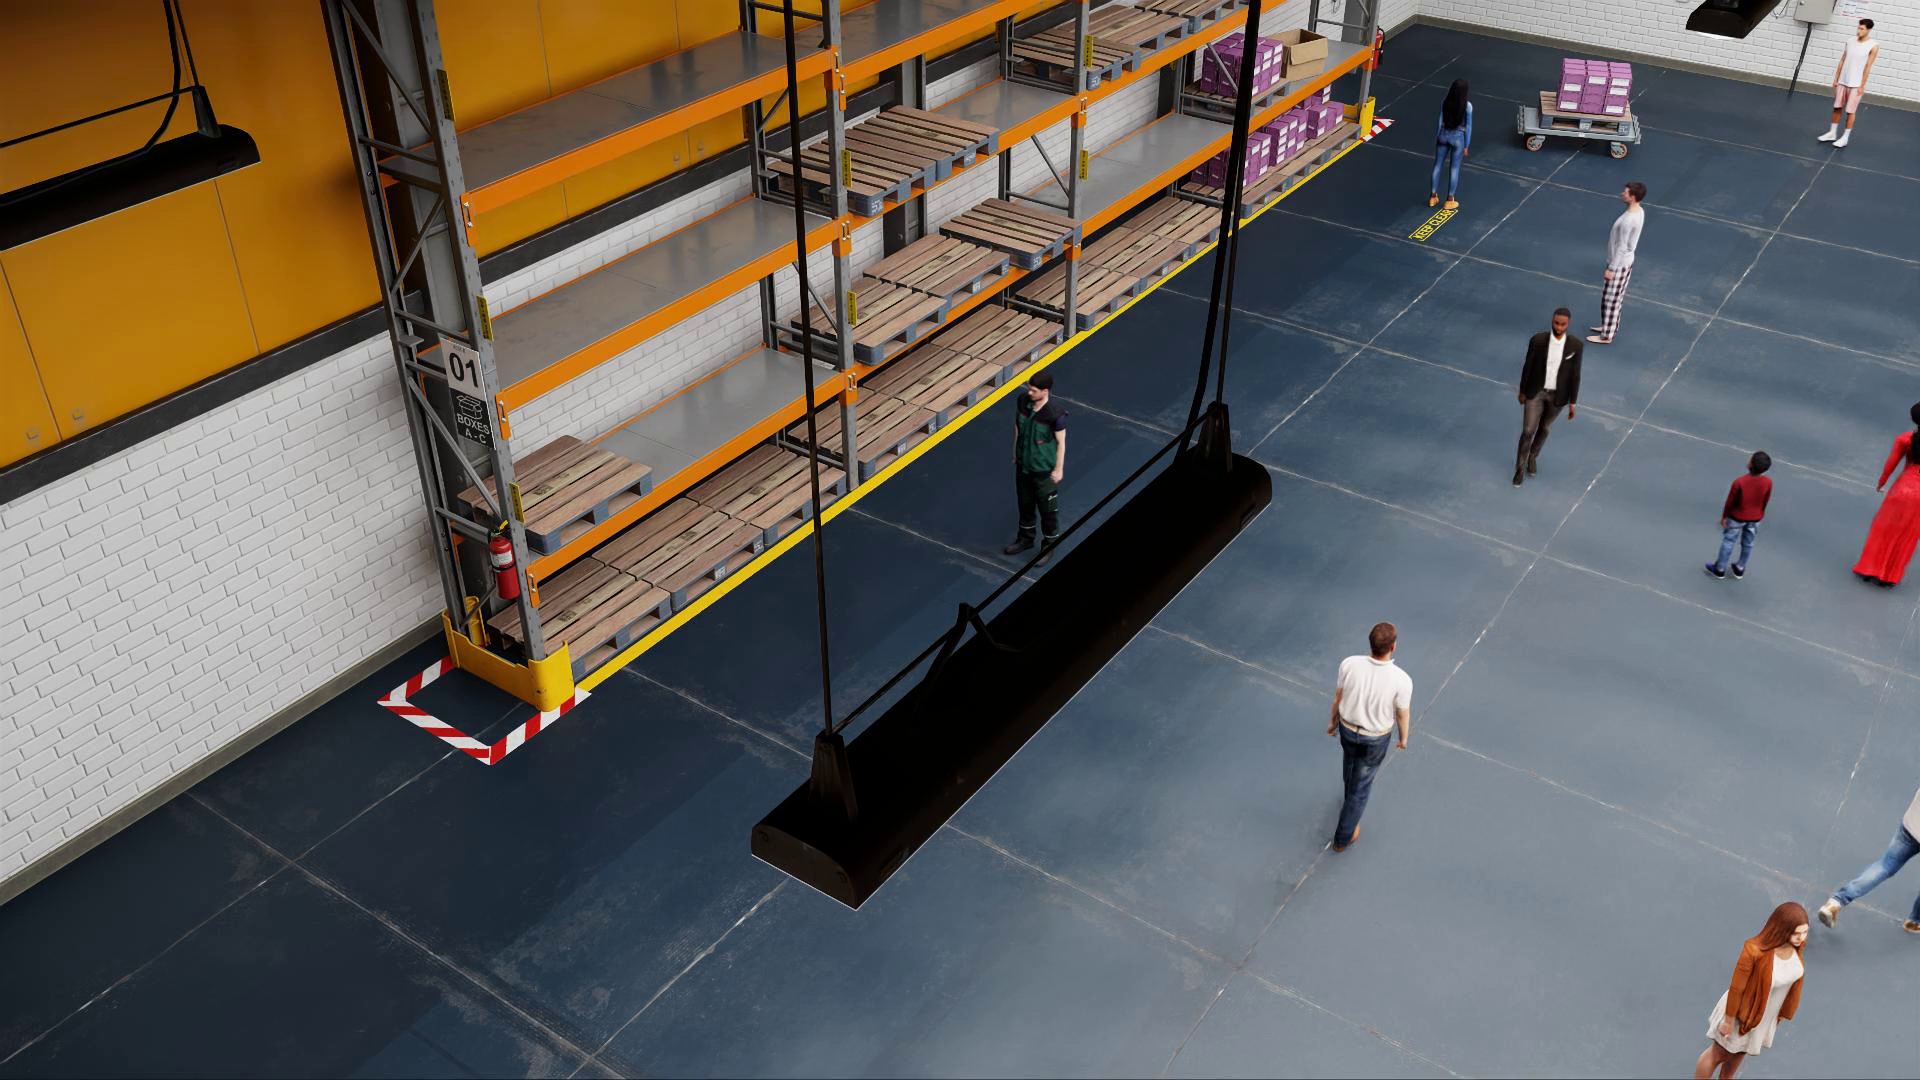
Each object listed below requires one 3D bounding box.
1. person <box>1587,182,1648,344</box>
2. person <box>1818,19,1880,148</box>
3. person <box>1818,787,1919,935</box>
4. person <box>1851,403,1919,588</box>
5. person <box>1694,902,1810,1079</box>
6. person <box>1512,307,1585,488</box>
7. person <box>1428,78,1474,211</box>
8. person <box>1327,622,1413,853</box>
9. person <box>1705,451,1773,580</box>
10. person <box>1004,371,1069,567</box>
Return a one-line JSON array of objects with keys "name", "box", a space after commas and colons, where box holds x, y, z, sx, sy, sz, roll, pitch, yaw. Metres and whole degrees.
[{"name": "person", "box": [7.264, -3.053, 18.288, 0.688, 1.847, 0.476, 19, 38, 26]}, {"name": "person", "box": [12.617, -6.473, 23.494, 0.732, 1.780, 0.735, -17, 37, -23]}, {"name": "person", "box": [6.219, 1.923, 10.790, 1.252, 1.860, 1.173, -7, 34, -10]}, {"name": "person", "box": [8.204, -0.383, 14.337, 0.671, 1.775, 0.678, 27, 42, 34]}, {"name": "person", "box": [4.615, 2.726, 9.707, 0.674, 1.722, 0.770, -13, 36, -19]}, {"name": "person", "box": [5.601, -1.424, 15.896, 0.864, 1.782, 0.986, 6, 34, 10]}, {"name": "person", "box": [6.365, -5.143, 21.554, 0.610, 1.713, 0.518, 24, 40, 31]}, {"name": "person", "box": [2.775, 1.412, 11.586, 0.660, 1.830, 0.950, 21, 39, 28]}, {"name": "person", "box": [6.871, -0.214, 14.555, 0.577, 1.251, 0.613, 2, 34, 2]}, {"name": "person", "box": [0.693, -0.667, 14.651, 0.699, 1.900, 0.609, 26, 42, 34]}]
